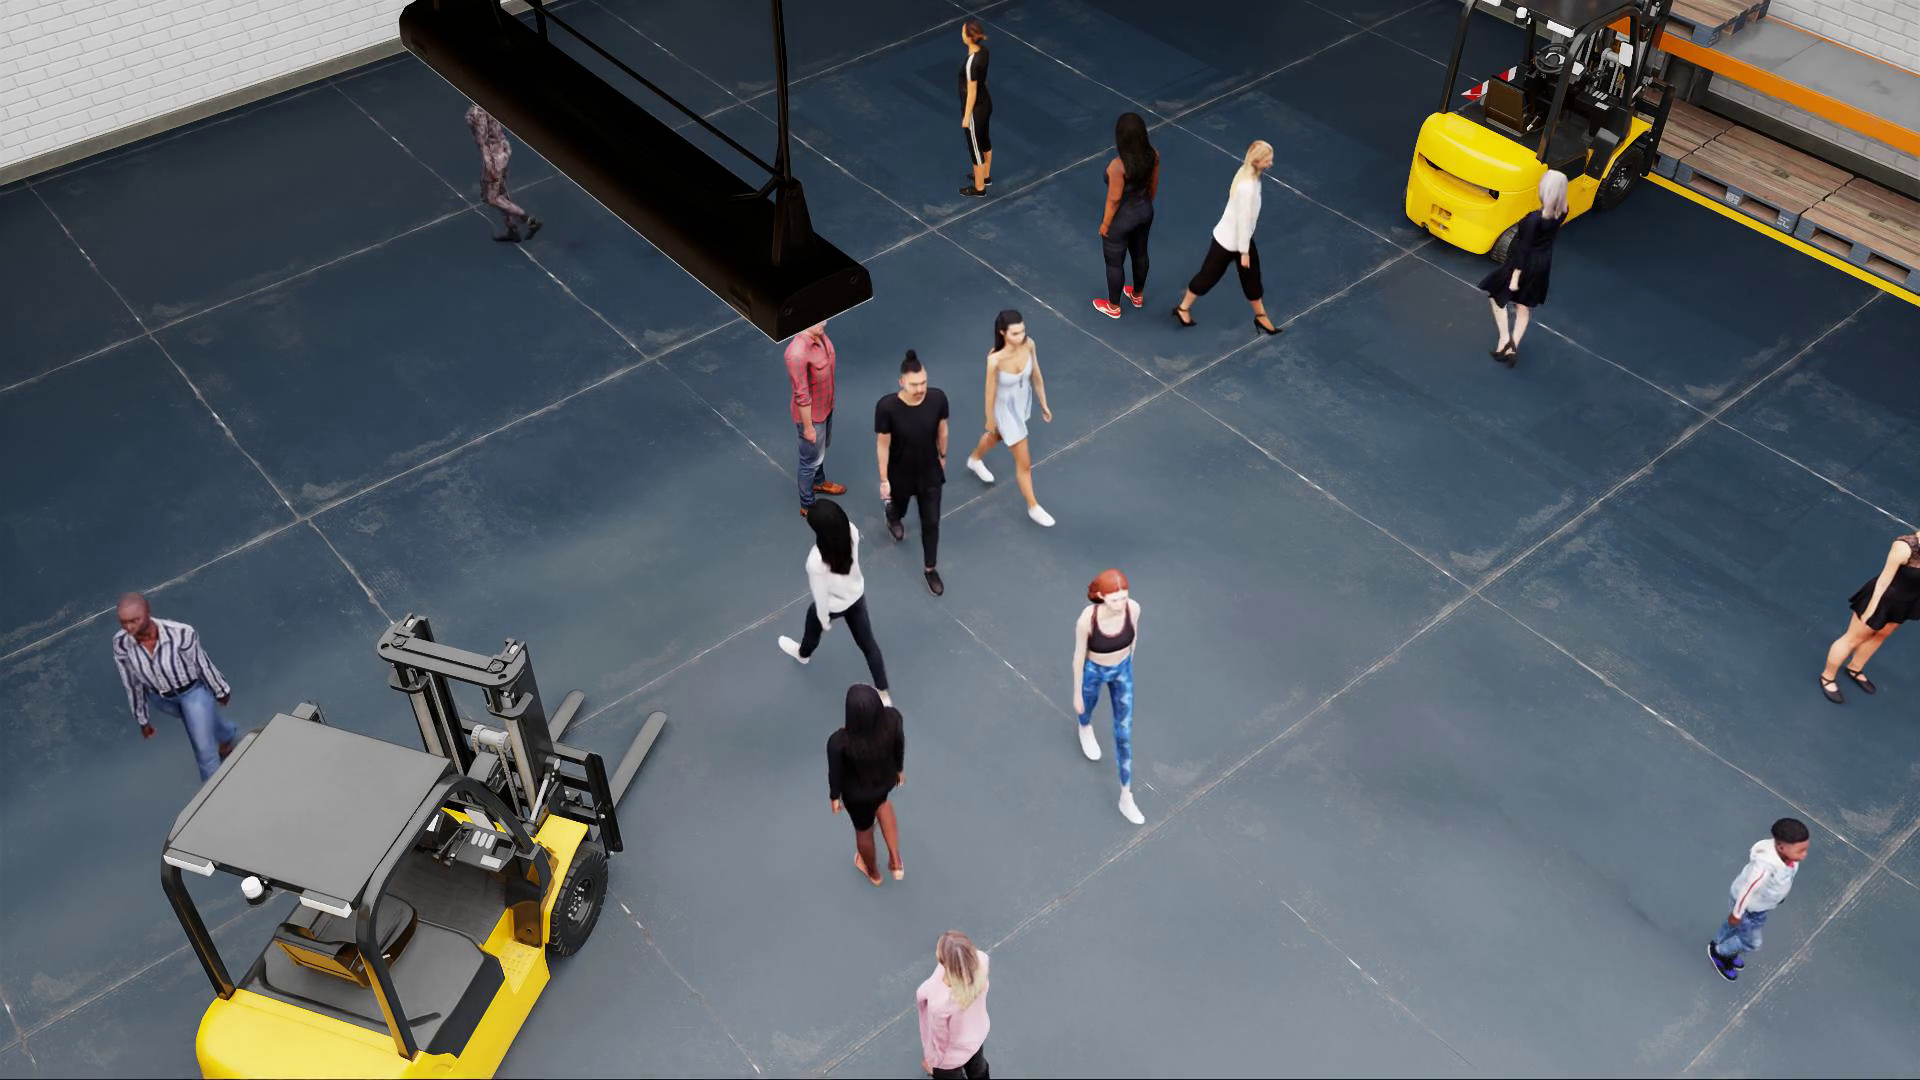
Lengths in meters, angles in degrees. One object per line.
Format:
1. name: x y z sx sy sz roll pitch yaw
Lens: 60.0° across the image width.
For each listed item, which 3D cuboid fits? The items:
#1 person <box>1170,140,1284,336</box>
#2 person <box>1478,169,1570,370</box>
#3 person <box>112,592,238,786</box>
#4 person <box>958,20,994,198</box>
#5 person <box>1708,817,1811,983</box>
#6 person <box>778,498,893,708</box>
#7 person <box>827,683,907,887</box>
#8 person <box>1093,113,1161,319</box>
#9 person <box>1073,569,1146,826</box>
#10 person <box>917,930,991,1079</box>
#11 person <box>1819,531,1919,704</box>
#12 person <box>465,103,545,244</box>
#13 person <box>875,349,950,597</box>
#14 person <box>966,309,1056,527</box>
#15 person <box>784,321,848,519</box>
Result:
1. person: 2.081 -2.375 13.246 1.248 1.794 1.066 8 44 8
2. person: 4.483 -2.061 12.959 0.658 1.737 0.654 -26 49 -25
3. person: -4.596 0.886 9.869 1.074 1.732 1.265 -4 44 -5
4. person: 0.151 -3.875 14.913 0.666 1.668 0.654 12 45 13
5. person: 4.325 1.914 9.134 0.487 1.256 0.503 -30 51 -28
6. person: -0.686 0.430 10.411 1.192 1.645 0.760 31 52 28
7. person: -0.463 1.432 9.309 0.651 1.714 0.674 -24 49 -23
8. person: 1.365 -2.634 13.505 0.684 1.814 0.633 -25 49 -24
9. person: 0.831 0.779 9.972 0.917 1.744 1.210 -11 45 -11
10. person: -0.008 2.464 8.245 0.612 1.687 0.649 27 50 26
11. person: 5.863 0.361 10.460 0.660 1.678 0.670 -14 45 -14
12. person: -3.897 -3.262 14.242 0.856 1.705 0.797 3 44 3
13. person: -0.359 -0.542 11.291 0.972 1.838 1.210 -12 45 -12
14. person: 0.301 -0.966 11.846 0.666 1.686 1.174 -35 53 -31
15. person: -1.041 -0.945 11.719 0.784 1.831 0.753 8 44 8
